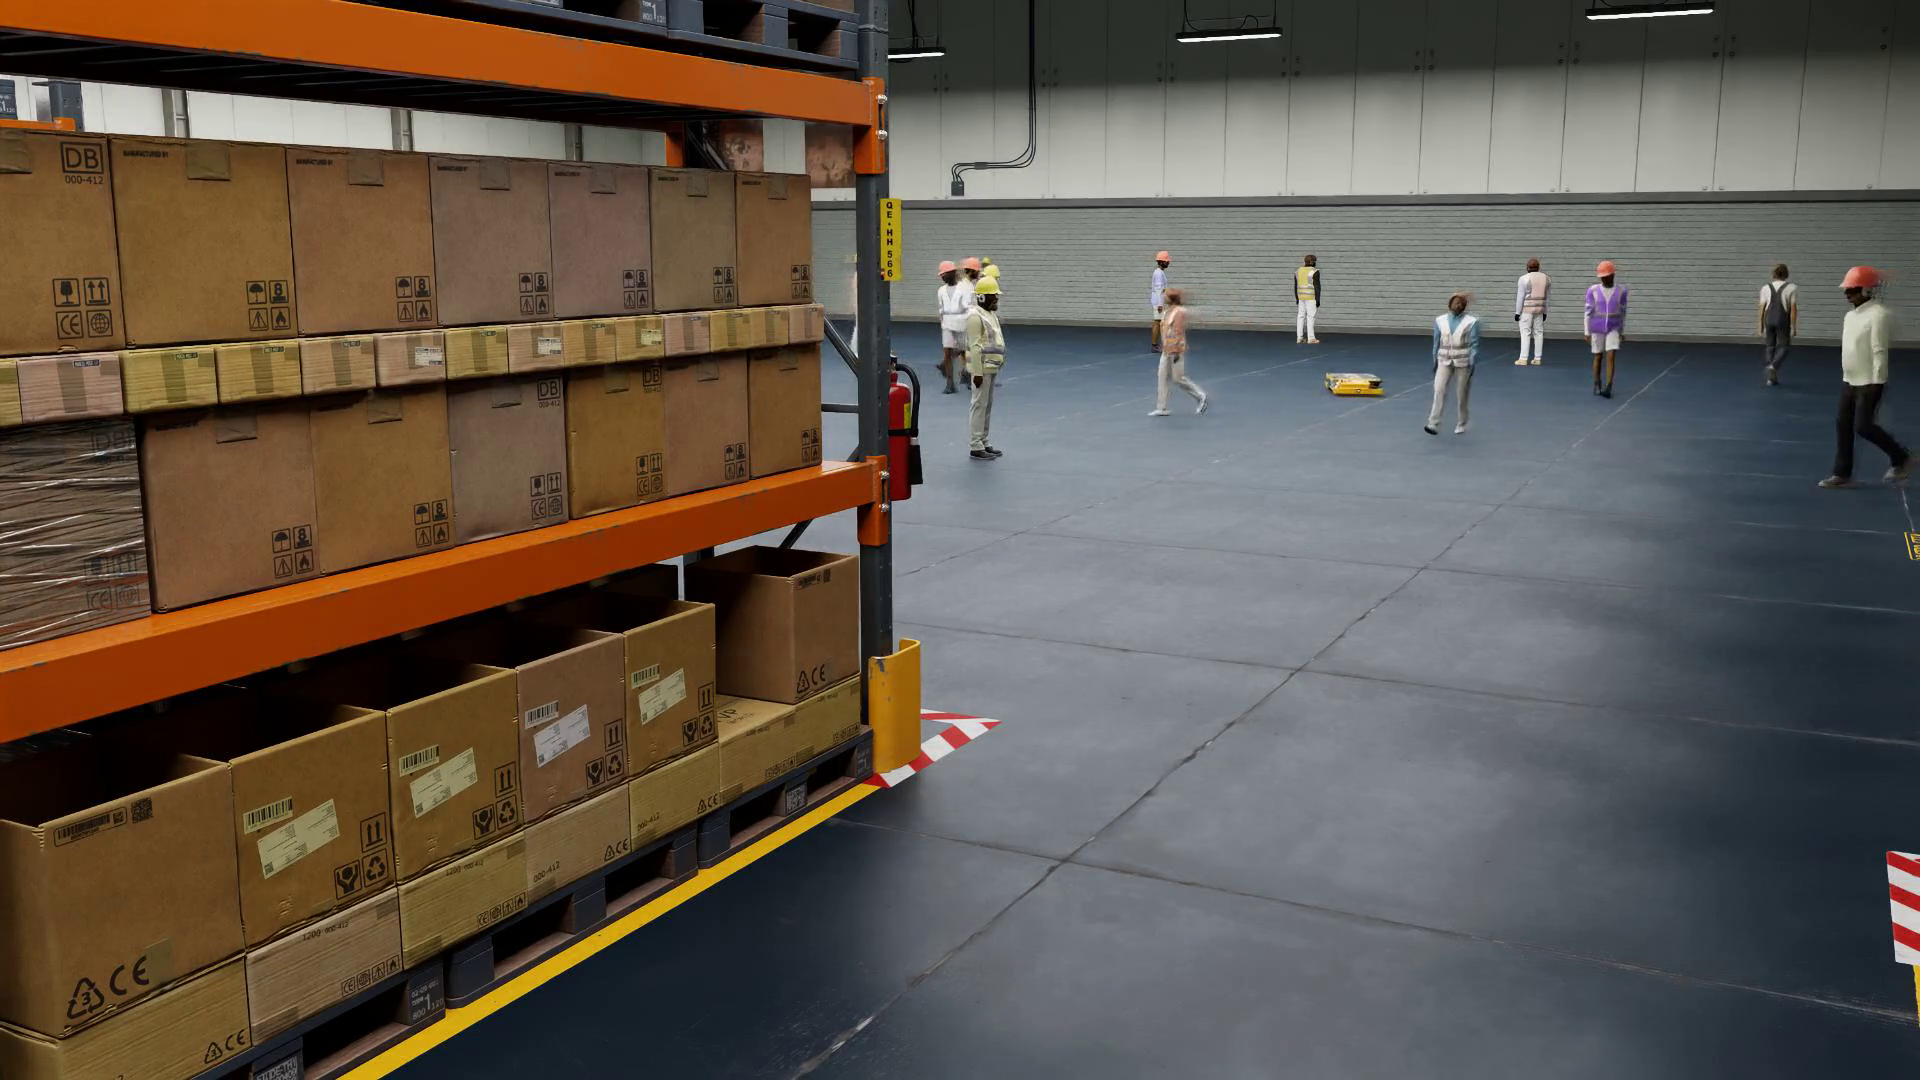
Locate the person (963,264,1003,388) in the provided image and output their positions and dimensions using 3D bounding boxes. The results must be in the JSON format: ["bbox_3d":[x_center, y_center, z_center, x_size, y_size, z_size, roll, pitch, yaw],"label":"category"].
[{"bbox_3d":[0.356,-3.109,24.298,0.562,1.818,0.629,-2,11,-13],"label":"person"}]

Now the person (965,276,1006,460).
[{"bbox_3d":[0.260,-1.725,16.717,0.404,1.830,0.601,3,11,16],"label":"person"}]

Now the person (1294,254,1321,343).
[{"bbox_3d":[7.255,-5.010,34.614,0.429,1.839,0.634,-8,13,-37],"label":"person"}]

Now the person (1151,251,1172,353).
[{"bbox_3d":[3.843,-4.536,31.761,0.376,1.936,0.549,1,10,7],"label":"person"}]

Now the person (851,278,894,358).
[{"bbox_3d":[-1.614,-4.249,30.310,0.910,1.885,0.619,-1,10,-6],"label":"person"}]

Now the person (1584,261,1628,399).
[{"bbox_3d":[8.935,-2.905,23.005,0.575,1.873,0.992,4,11,19],"label":"person"}]

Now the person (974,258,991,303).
[{"bbox_3d":[0.604,-5.616,38.249,0.539,1.708,0.935,2,11,13],"label":"person"}]

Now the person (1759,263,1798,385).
[{"bbox_3d":[12.179,-3.207,24.792,0.529,1.835,0.508,10,14,44],"label":"person"}]

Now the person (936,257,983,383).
[{"bbox_3d":[0.033,-3.319,25.197,0.638,1.909,0.591,-2,11,-9],"label":"person"}]

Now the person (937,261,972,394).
[{"bbox_3d":[-0.038,-3.053,23.852,0.585,1.889,0.927,5,11,24],"label":"person"}]

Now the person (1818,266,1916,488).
[{"bbox_3d":[8.025,-1.417,14.639,0.696,1.979,0.638,-1,10,-3],"label":"person"}]

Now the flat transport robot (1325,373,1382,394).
[{"bbox_3d":[5.634,-2.249,23.836,0.652,0.197,1.431,1,10,7],"label":"flat transport robot"}]

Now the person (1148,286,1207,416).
[{"bbox_3d":[2.710,-2.337,20.619,0.655,1.622,0.516,-4,11,-19],"label":"person"}]

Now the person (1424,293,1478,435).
[{"bbox_3d":[5.523,-1.956,18.629,0.529,1.591,0.864,6,12,32],"label":"person"}]

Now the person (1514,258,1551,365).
[{"bbox_3d":[9.889,-3.946,28.812,0.634,1.839,0.429,-3,11,-15],"label":"person"}]
